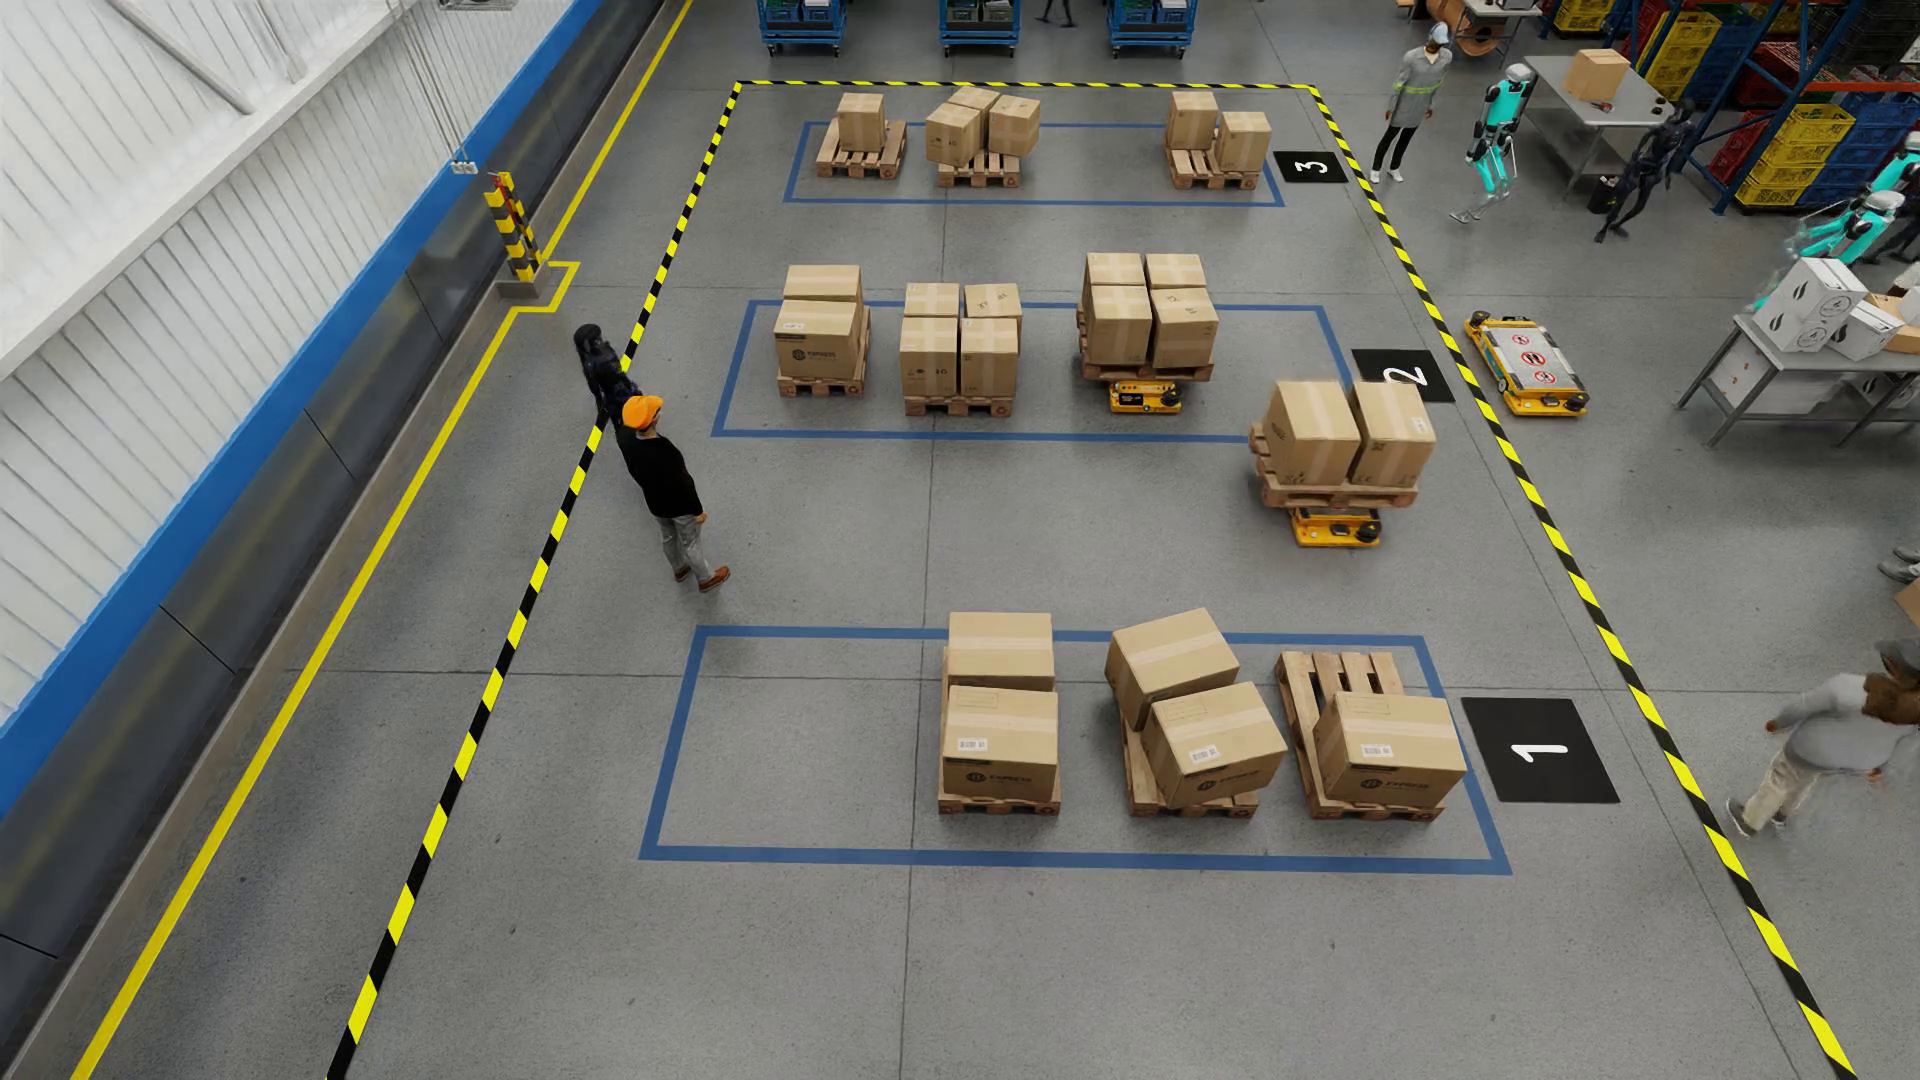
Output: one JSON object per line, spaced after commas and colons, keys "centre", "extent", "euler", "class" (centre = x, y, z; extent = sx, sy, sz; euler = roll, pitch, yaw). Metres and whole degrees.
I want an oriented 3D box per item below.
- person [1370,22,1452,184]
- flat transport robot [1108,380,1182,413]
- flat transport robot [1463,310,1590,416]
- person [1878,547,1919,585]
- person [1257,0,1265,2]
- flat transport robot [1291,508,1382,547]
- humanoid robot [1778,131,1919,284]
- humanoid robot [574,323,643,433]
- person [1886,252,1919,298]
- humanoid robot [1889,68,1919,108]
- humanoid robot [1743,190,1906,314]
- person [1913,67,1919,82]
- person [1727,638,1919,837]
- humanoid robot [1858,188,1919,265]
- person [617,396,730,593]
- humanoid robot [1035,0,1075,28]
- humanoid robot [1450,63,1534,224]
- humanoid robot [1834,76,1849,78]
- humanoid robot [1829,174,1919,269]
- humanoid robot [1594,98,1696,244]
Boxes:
{"centre": [5.425, -5.203, 10.990], "extent": [0.599, 1.850, 0.391], "euler": [-4, 49, -4], "class": "person"}
{"centre": [1.773, -1.807, 9.079], "extent": [0.652, 0.197, 1.431], "euler": [1, 49, 1], "class": "flat transport robot"}
{"centre": [5.573, -1.757, 9.054], "extent": [0.659, 0.231, 1.431], "euler": [1, 49, 1], "class": "flat transport robot"}
{"centre": [7.729, -0.370, 6.751], "extent": [0.602, 1.939, 0.412], "euler": [-30, 56, -23], "class": "person"}
{"centre": [5.061, -9.934, 15.028], "extent": [0.627, 1.940, 0.371], "euler": [21, 52, 17], "class": "person"}
{"centre": [3.145, -0.538, 7.981], "extent": [0.652, 0.197, 1.431], "euler": [1, 49, 1], "class": "flat transport robot"}
{"centre": [9.018, -3.331, 9.447], "extent": [0.672, 1.807, 0.530], "euler": [22, 53, 18], "class": "humanoid robot"}
{"centre": [-2.785, -1.163, 7.611], "extent": [0.606, 1.647, 0.458], "euler": [27, 54, 22], "class": "humanoid robot"}
{"centre": [9.355, -2.634, 8.674], "extent": [0.944, 1.997, 0.620], "euler": [-11, 50, -10], "class": "person"}
{"centre": [12.528, -6.095, 11.830], "extent": [1.001, 1.719, 0.588], "euler": [-3, 49, -2], "class": "humanoid robot"}
{"centre": [8.041, -2.561, 8.783], "extent": [0.541, 1.804, 0.675], "euler": [-22, 53, -18], "class": "humanoid robot"}
{"centre": [14.051, -7.186, 12.728], "extent": [0.584, 1.824, 0.404], "euler": [18, 52, 15], "class": "person"}
{"centre": [5.225, 1.210, 5.511], "extent": [0.568, 1.730, 0.517], "euler": [10, 50, 8], "class": "person"}
{"centre": [10.501, -3.698, 9.812], "extent": [0.606, 1.637, 0.613], "euler": [15, 51, 13], "class": "humanoid robot"}
{"centre": [-2.119, -0.309, 6.733], "extent": [0.588, 1.884, 0.358], "euler": [24, 53, 19], "class": "person"}
{"centre": [1.541, -8.918, 14.343], "extent": [0.621, 1.646, 0.604], "euler": [-5, 49, -4], "class": "humanoid robot"}
{"centre": [6.017, -4.312, 10.205], "extent": [0.533, 1.678, 0.735], "euler": [-12, 50, -10], "class": "humanoid robot"}
{"centre": [13.100, -7.449, 13.049], "extent": [0.615, 1.651, 0.306], "euler": [-13, 50, -11], "class": "humanoid robot"}
{"centre": [9.641, -3.437, 9.581], "extent": [0.603, 1.648, 0.327], "euler": [-25, 53, -20], "class": "humanoid robot"}
{"centre": [7.566, -4.072, 10.121], "extent": [0.598, 1.643, 0.384], "euler": [-5, 49, -4], "class": "humanoid robot"}
